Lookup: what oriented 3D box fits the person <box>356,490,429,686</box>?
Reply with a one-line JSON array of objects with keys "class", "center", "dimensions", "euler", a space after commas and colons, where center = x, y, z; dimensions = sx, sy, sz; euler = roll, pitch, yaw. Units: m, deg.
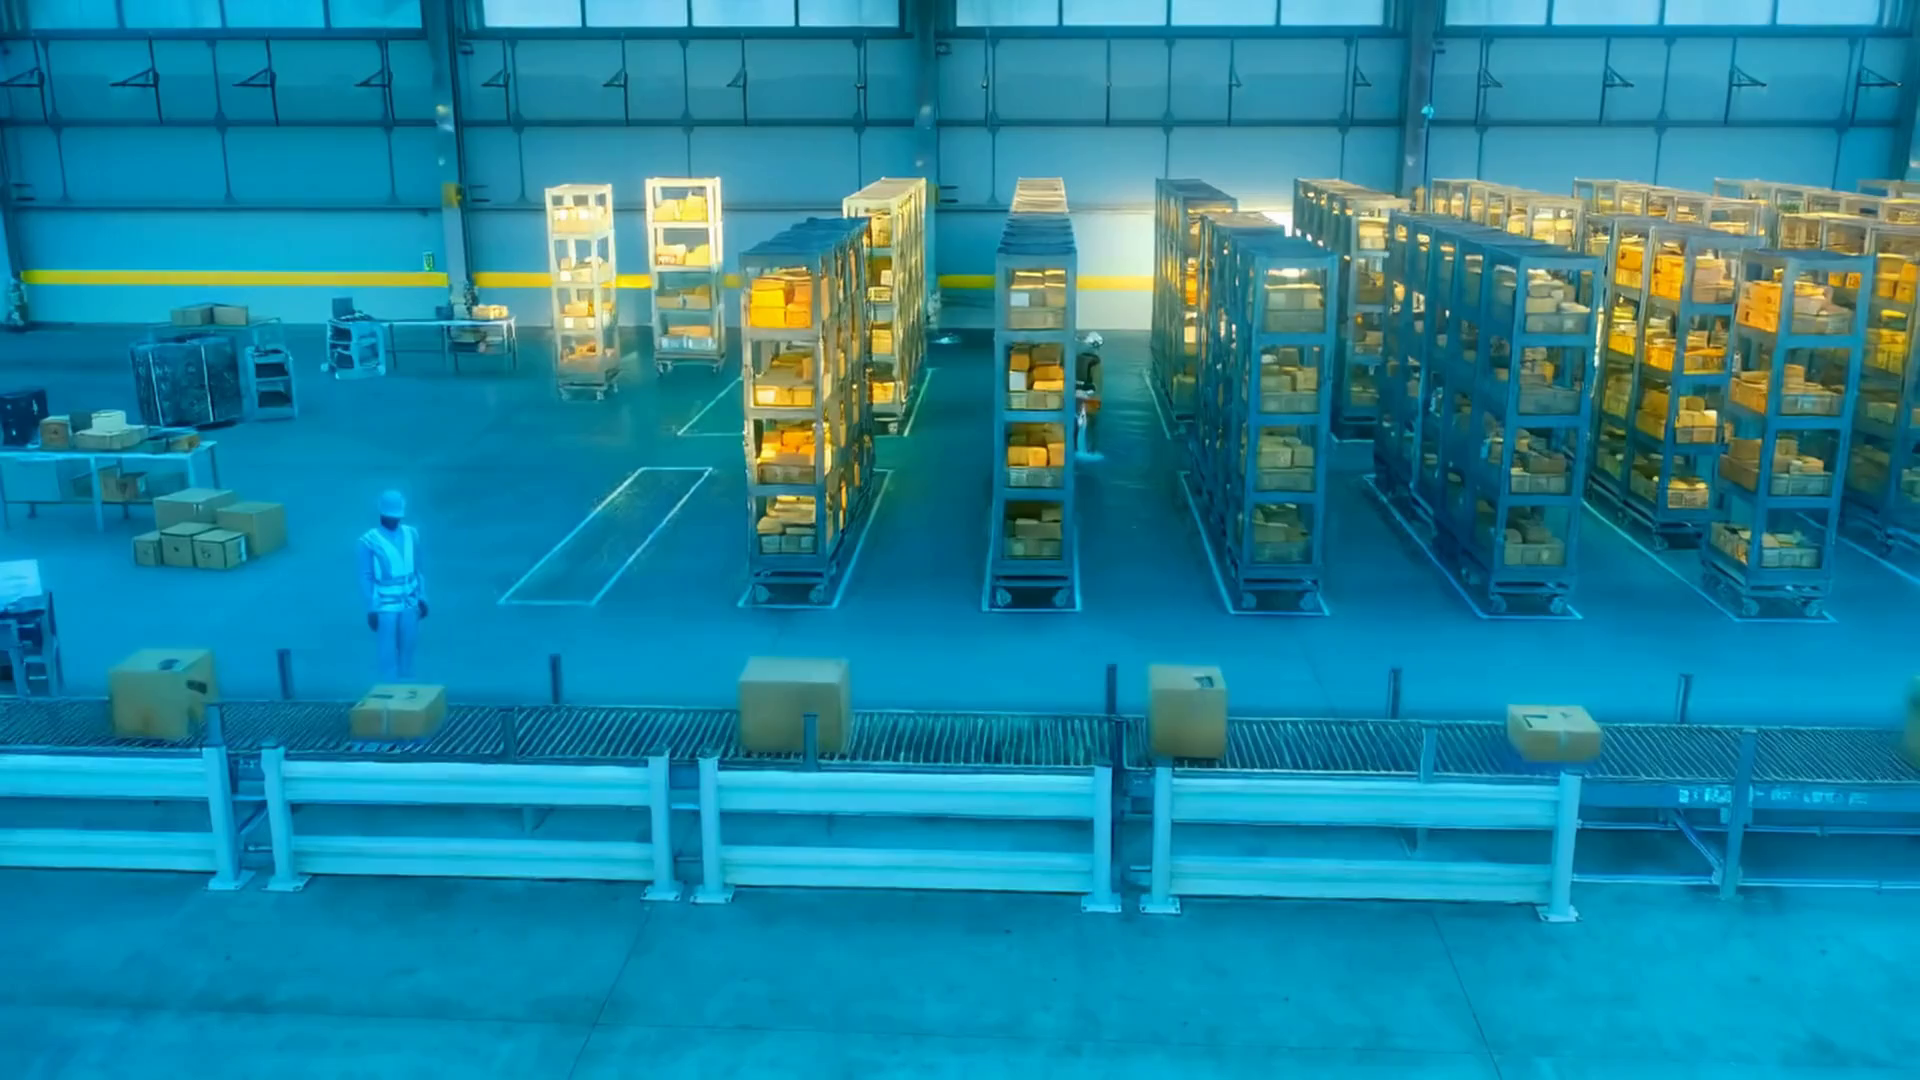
[{"class": "person", "center": [-4.720, 0.527, 13.911], "dimensions": [0.401, 1.938, 0.602], "euler": [9, 17, 30]}]

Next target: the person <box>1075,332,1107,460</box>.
[{"class": "person", "center": [1.861, -2.056, 23.704], "dimensions": [0.404, 1.828, 0.591], "euler": [-10, 18, -32]}]
